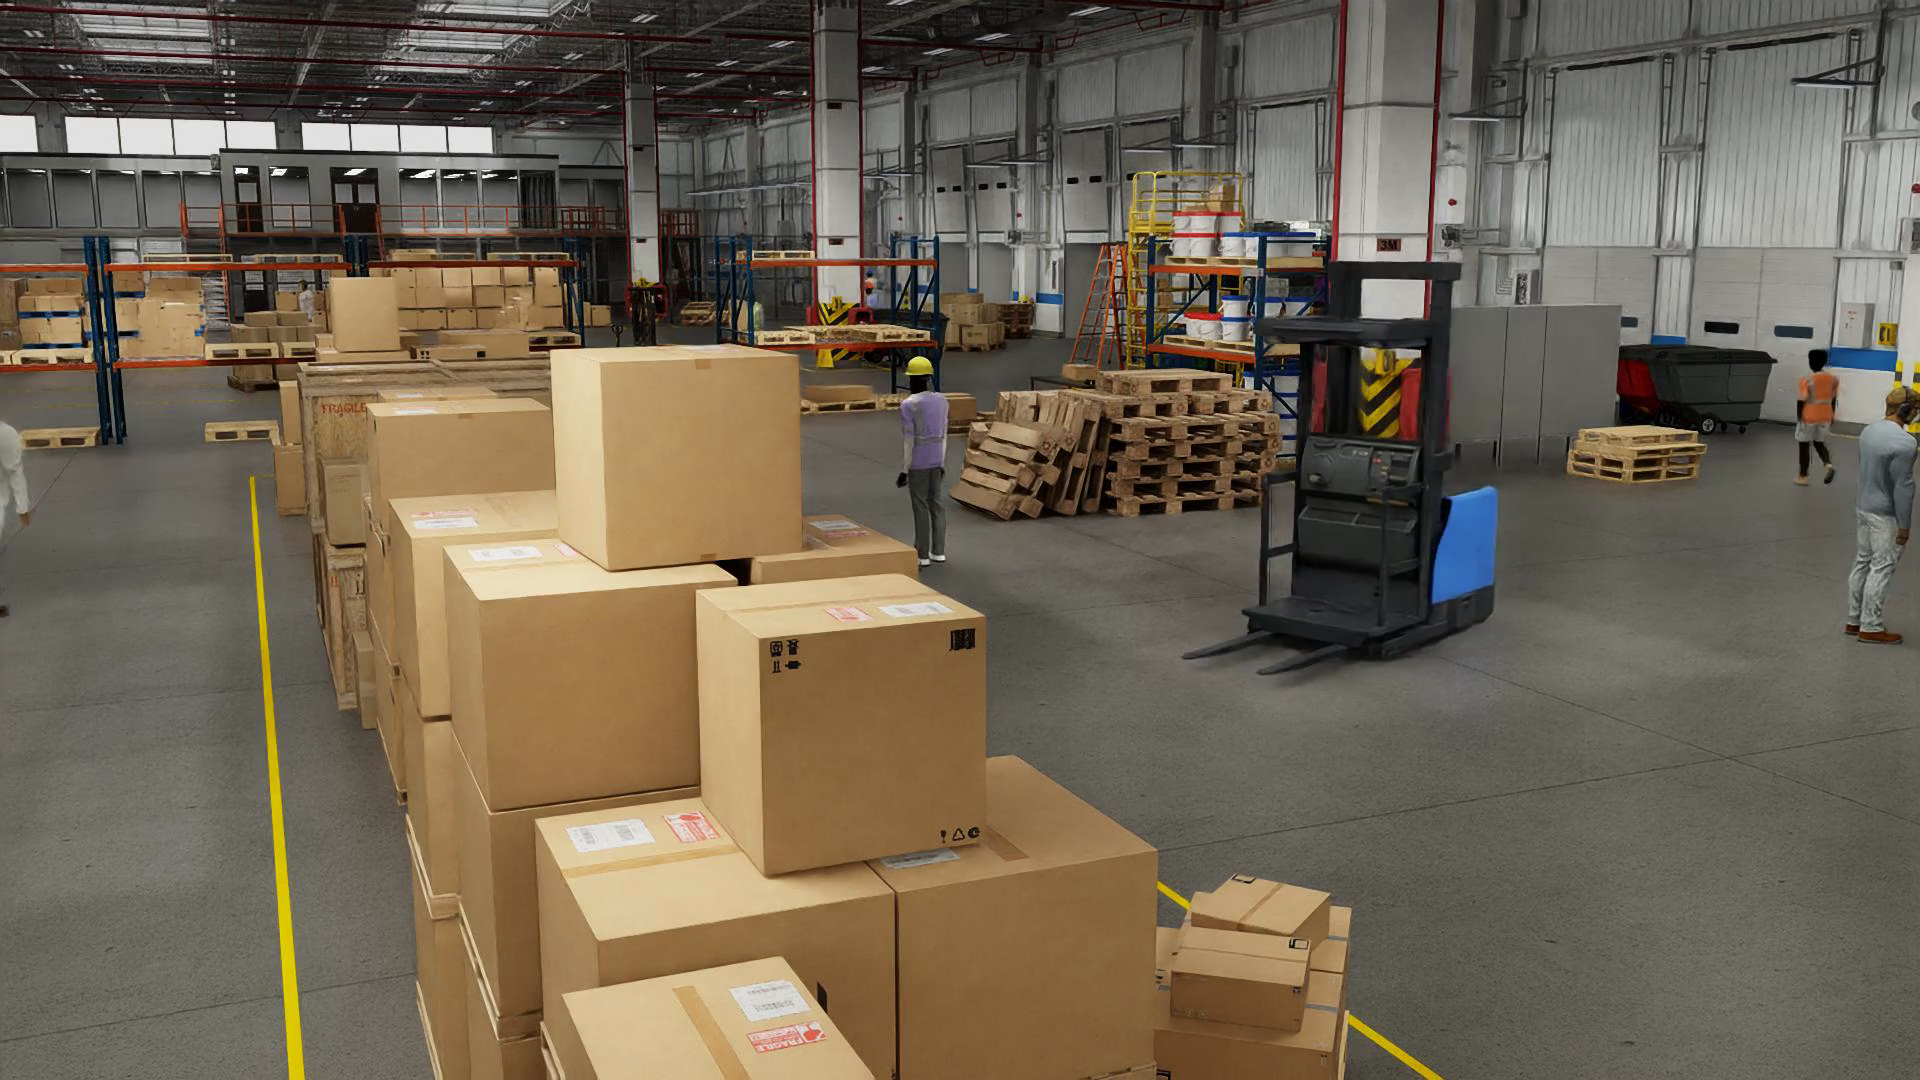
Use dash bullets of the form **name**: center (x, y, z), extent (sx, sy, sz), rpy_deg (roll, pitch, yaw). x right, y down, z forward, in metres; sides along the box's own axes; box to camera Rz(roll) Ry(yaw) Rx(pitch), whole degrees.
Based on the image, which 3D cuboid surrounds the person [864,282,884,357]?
- **person**: center (-2.366, -5.605, 42.310), extent (0.969, 1.887, 0.563), rpy_deg (4, 11, 21)

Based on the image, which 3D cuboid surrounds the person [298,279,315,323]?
- **person**: center (-17.042, -5.830, 43.414), extent (0.352, 1.937, 0.635), rpy_deg (-10, 14, -43)

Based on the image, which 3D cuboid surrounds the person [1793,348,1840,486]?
- **person**: center (10.340, -1.468, 20.058), extent (0.547, 1.685, 0.448), rpy_deg (-1, 10, -8)

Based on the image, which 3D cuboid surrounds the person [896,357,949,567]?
- **person**: center (-0.360, -0.712, 15.262), extent (0.404, 1.920, 0.611), rpy_deg (9, 13, 40)

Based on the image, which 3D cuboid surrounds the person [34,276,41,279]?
- **person**: center (-29.067, -7.407, 52.460), extent (0.826, 1.810, 0.539), rpy_deg (7, 13, 35)

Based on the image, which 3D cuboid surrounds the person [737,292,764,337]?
- **person**: center (-4.704, -4.693, 37.436), extent (0.646, 1.827, 0.583), rpy_deg (3, 11, 14)

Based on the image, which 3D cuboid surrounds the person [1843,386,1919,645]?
- **person**: center (6.846, -0.182, 12.326), extent (0.374, 1.929, 0.638), rpy_deg (0, 10, 2)

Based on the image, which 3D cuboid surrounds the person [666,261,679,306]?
- **person**: center (-12.851, -11.452, 74.275), extent (0.616, 1.986, 0.411), rpy_deg (4, 11, 21)

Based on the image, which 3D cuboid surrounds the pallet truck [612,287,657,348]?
- **pallet truck**: center (-6.464, -4.406, 35.401), extent (0.823, 1.965, 1.885), rpy_deg (6, 12, 32)

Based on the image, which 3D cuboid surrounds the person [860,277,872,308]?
- **person**: center (-2.859, -6.782, 48.803), extent (0.597, 1.897, 0.870), rpy_deg (1, 10, 4)

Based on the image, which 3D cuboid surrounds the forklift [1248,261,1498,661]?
- **forklift**: center (3.198, -0.692, 12.499), extent (1.129, 2.768, 1.873), rpy_deg (10, 14, 42)

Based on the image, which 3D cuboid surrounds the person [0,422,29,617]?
- **person**: center (-7.556, -0.230, 12.718), extent (0.687, 1.873, 0.978), rpy_deg (-1, 10, -6)

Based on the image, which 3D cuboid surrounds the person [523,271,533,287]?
- **person**: center (-15.083, -8.495, 58.296), extent (0.626, 1.870, 0.582), rpy_deg (8, 13, 38)

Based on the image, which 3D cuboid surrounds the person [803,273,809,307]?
- **person**: center (-5.657, -9.010, 61.531), extent (0.373, 1.731, 0.489), rpy_deg (3, 11, 15)

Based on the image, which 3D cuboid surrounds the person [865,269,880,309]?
- **person**: center (-3.118, -8.825, 60.079), extent (0.624, 1.895, 0.936), rpy_deg (-7, 12, -33)
